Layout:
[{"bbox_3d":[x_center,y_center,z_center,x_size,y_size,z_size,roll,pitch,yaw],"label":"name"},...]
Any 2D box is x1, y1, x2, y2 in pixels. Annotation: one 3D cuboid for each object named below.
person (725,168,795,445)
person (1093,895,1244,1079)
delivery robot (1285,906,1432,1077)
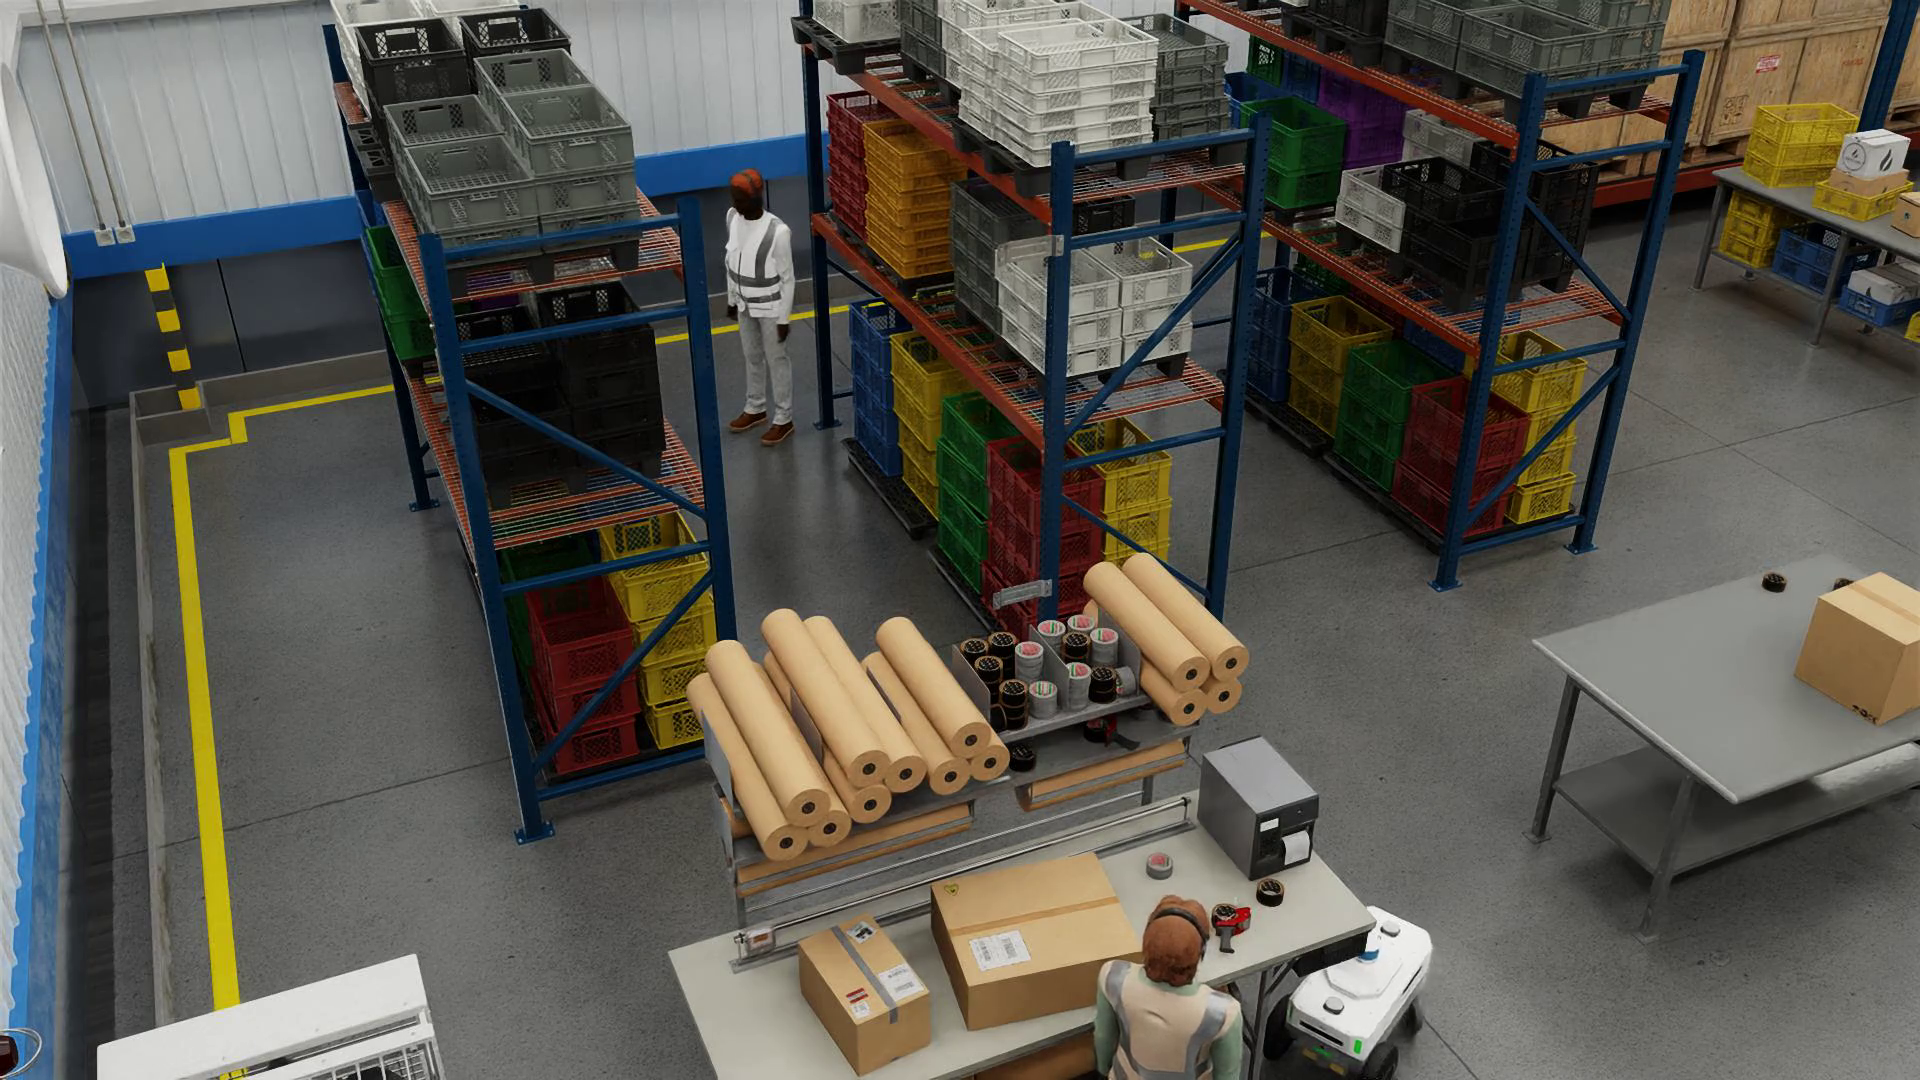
[{"bbox_3d":[-1.320,-1.530,10.903,0.572,1.884,0.354,25,39,34],"label":"person"},{"bbox_3d":[0.686,1.874,5.613,0.515,1.632,0.311,15,35,23],"label":"person"},{"bbox_3d":[1.608,1.788,6.686,0.477,0.478,0.707,21,38,31],"label":"delivery robot"}]
